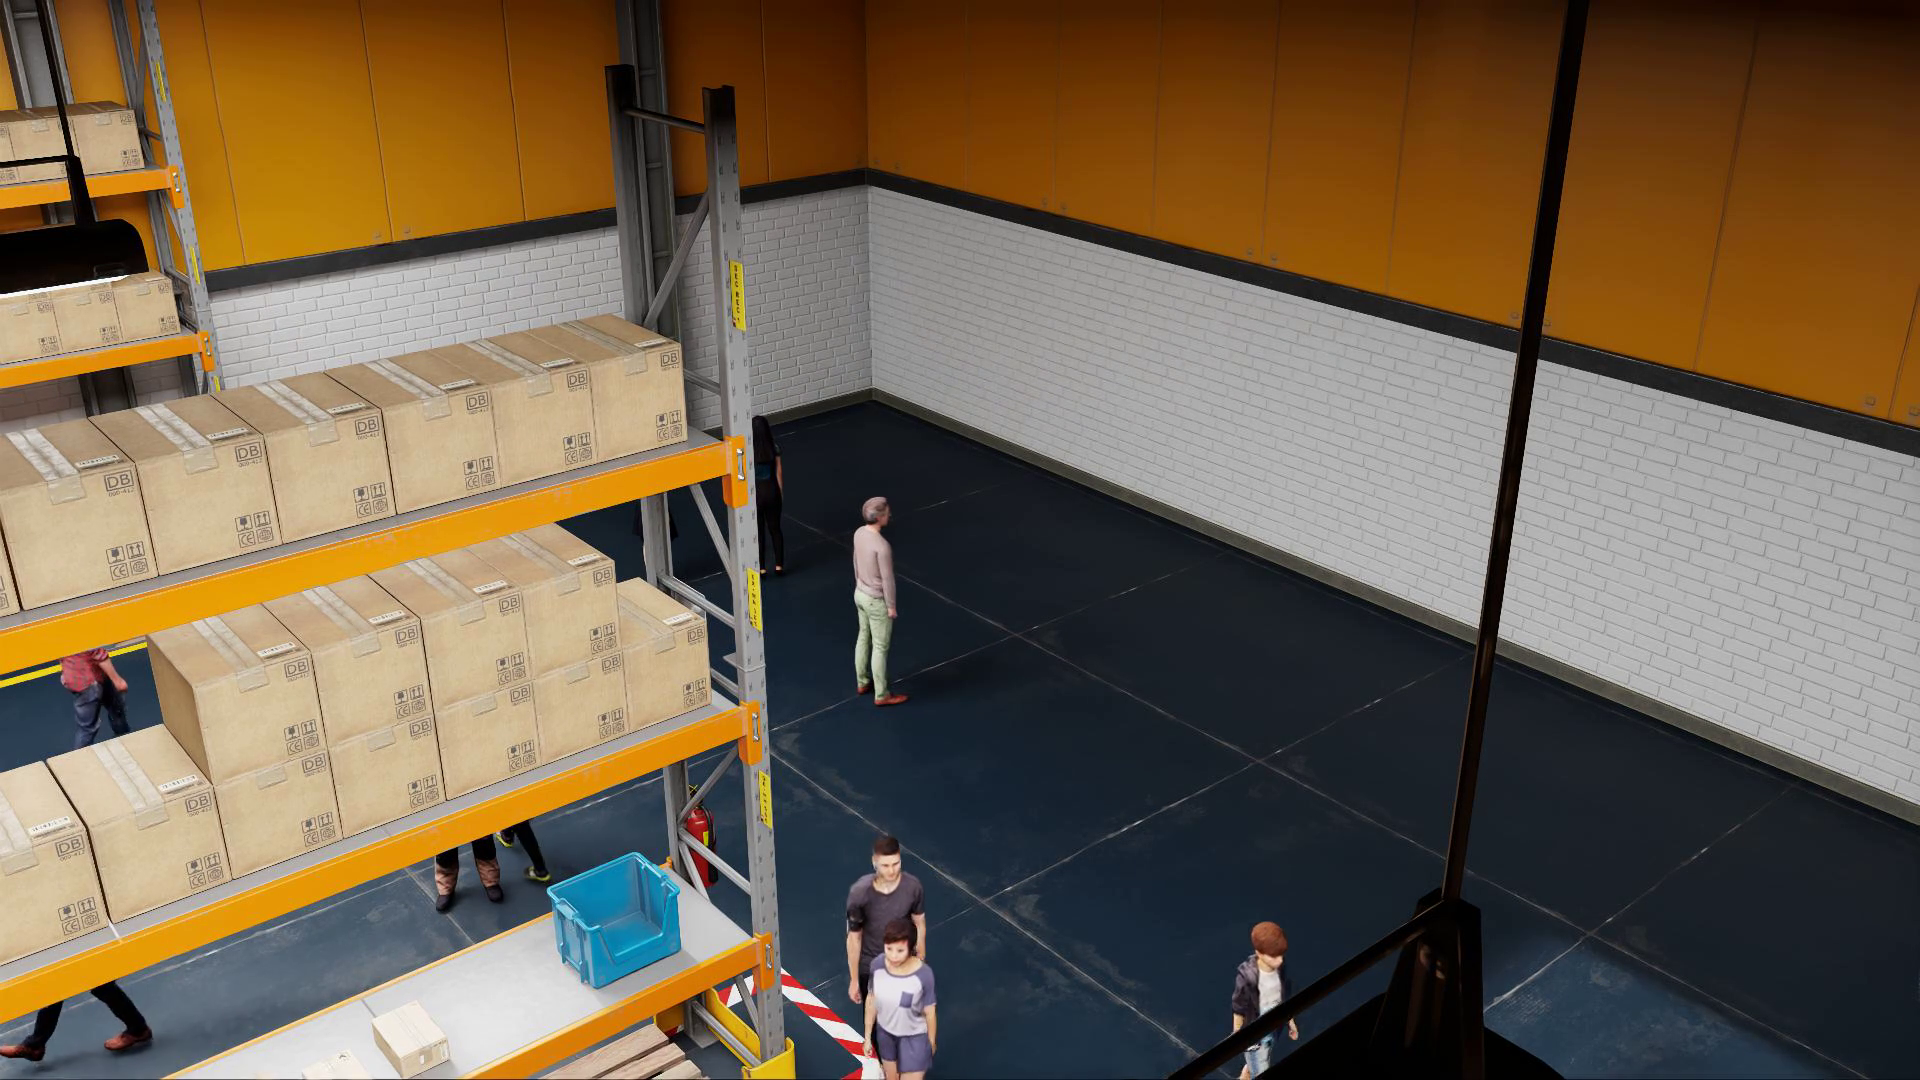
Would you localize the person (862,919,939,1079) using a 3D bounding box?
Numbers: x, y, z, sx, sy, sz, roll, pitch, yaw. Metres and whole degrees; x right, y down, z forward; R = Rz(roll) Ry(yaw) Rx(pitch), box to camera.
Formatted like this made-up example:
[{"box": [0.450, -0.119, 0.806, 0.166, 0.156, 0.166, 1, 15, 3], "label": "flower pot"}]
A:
[{"box": [-0.303, 2.778, 9.542, 0.660, 1.551, 0.688, 11, 26, 24], "label": "person"}]

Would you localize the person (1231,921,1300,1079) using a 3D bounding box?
[{"box": [1.692, 2.799, 9.642, 0.628, 1.433, 0.607, -21, 31, -39], "label": "person"}]

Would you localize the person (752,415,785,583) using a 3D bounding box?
[{"box": [-1.954, -0.413, 16.619, 0.552, 1.730, 0.685, -7, 25, -16], "label": "person"}]

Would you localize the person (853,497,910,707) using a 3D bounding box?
[{"box": [-0.736, 0.515, 14.322, 0.599, 1.869, 0.700, -15, 28, -31], "label": "person"}]

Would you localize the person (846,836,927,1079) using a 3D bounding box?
[{"box": [-0.457, 2.483, 9.963, 0.714, 1.754, 0.817, -5, 24, -11], "label": "person"}]

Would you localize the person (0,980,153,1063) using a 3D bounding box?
[{"box": [-5.307, 2.453, 10.121, 1.166, 1.683, 0.863, -10, 26, -22], "label": "person"}]
